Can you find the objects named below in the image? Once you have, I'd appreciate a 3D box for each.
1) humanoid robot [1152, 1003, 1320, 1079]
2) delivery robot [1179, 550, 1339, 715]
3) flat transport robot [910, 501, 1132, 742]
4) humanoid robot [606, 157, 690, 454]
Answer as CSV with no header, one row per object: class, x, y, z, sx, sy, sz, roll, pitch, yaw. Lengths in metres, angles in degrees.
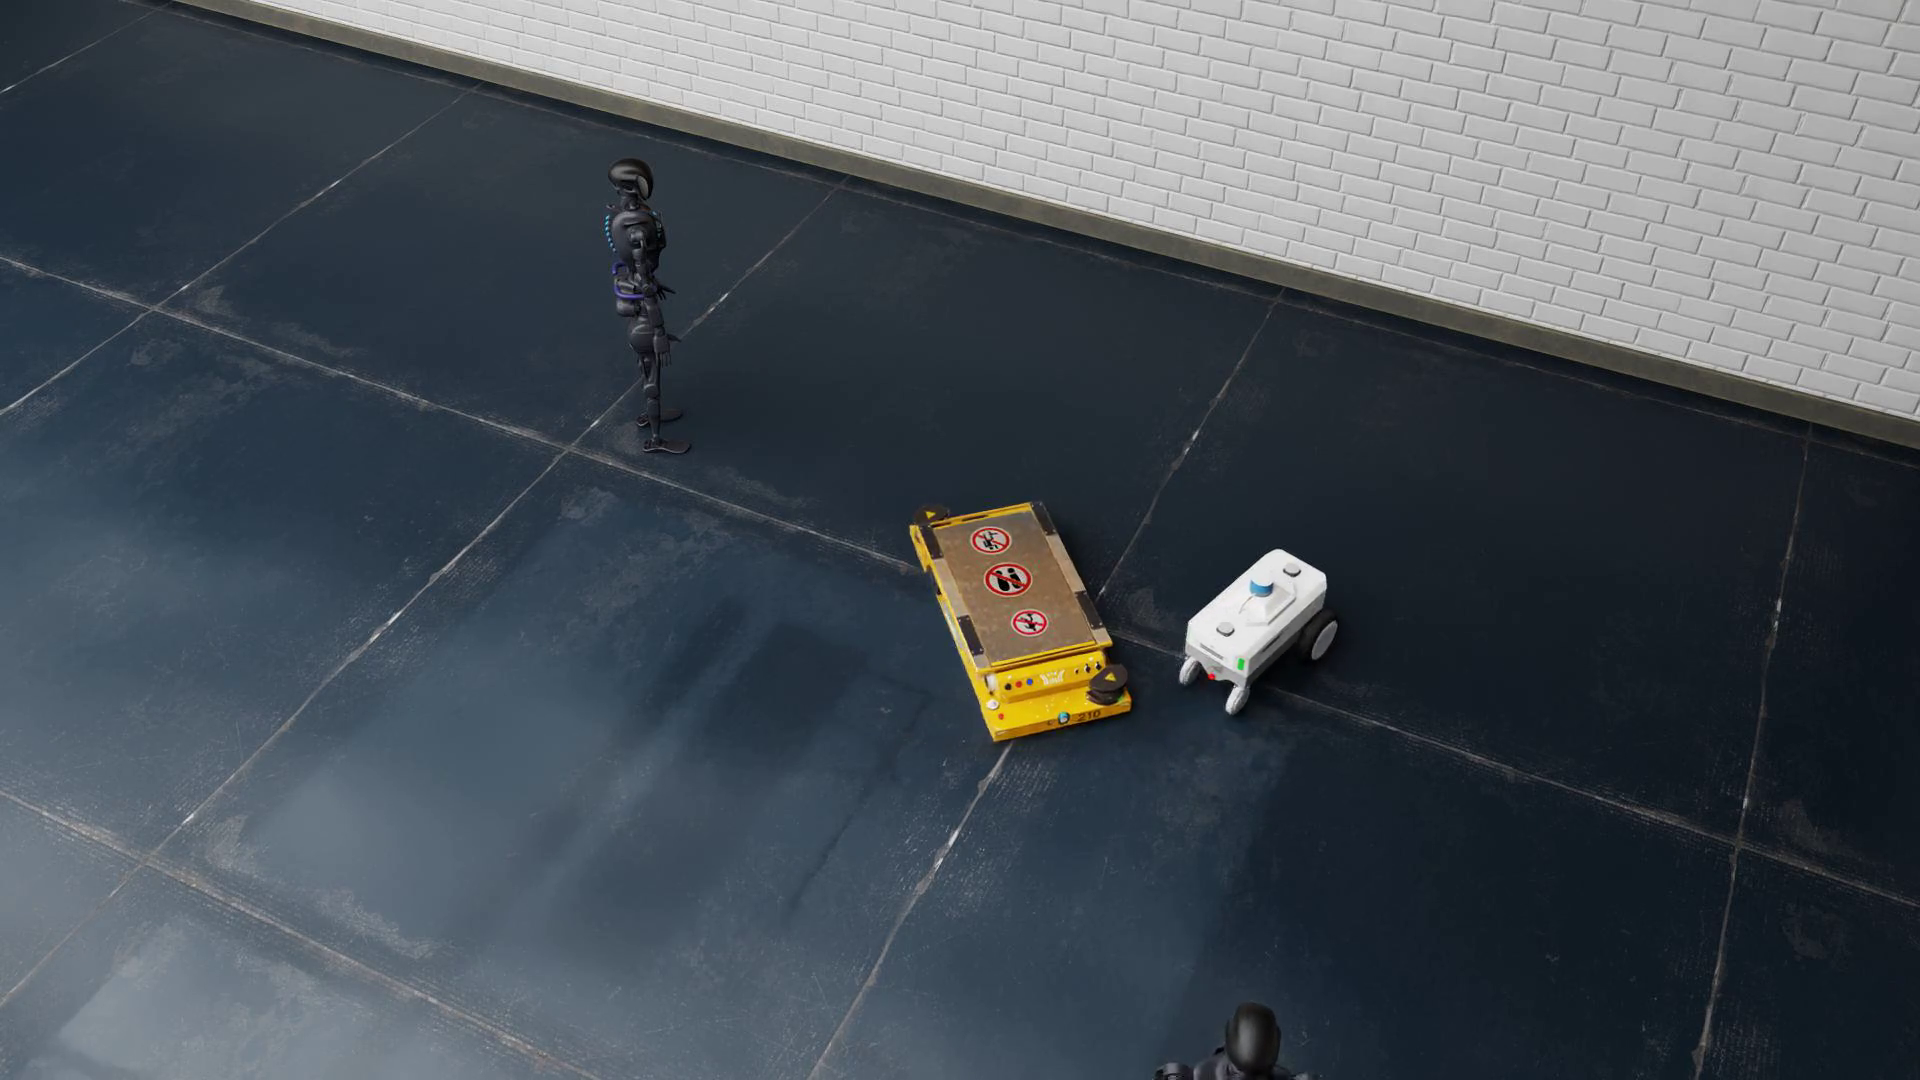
humanoid robot,0.799,1.921,5.145,0.584,1.653,0.338,2,43,2
delivery robot,1.370,0.380,7.647,0.499,0.612,0.805,32,52,30
flat transport robot,0.260,0.318,7.912,0.659,0.231,1.431,-11,44,-12
humanoid robot,-1.604,-1.210,8.514,0.315,1.657,0.599,-8,43,-9
